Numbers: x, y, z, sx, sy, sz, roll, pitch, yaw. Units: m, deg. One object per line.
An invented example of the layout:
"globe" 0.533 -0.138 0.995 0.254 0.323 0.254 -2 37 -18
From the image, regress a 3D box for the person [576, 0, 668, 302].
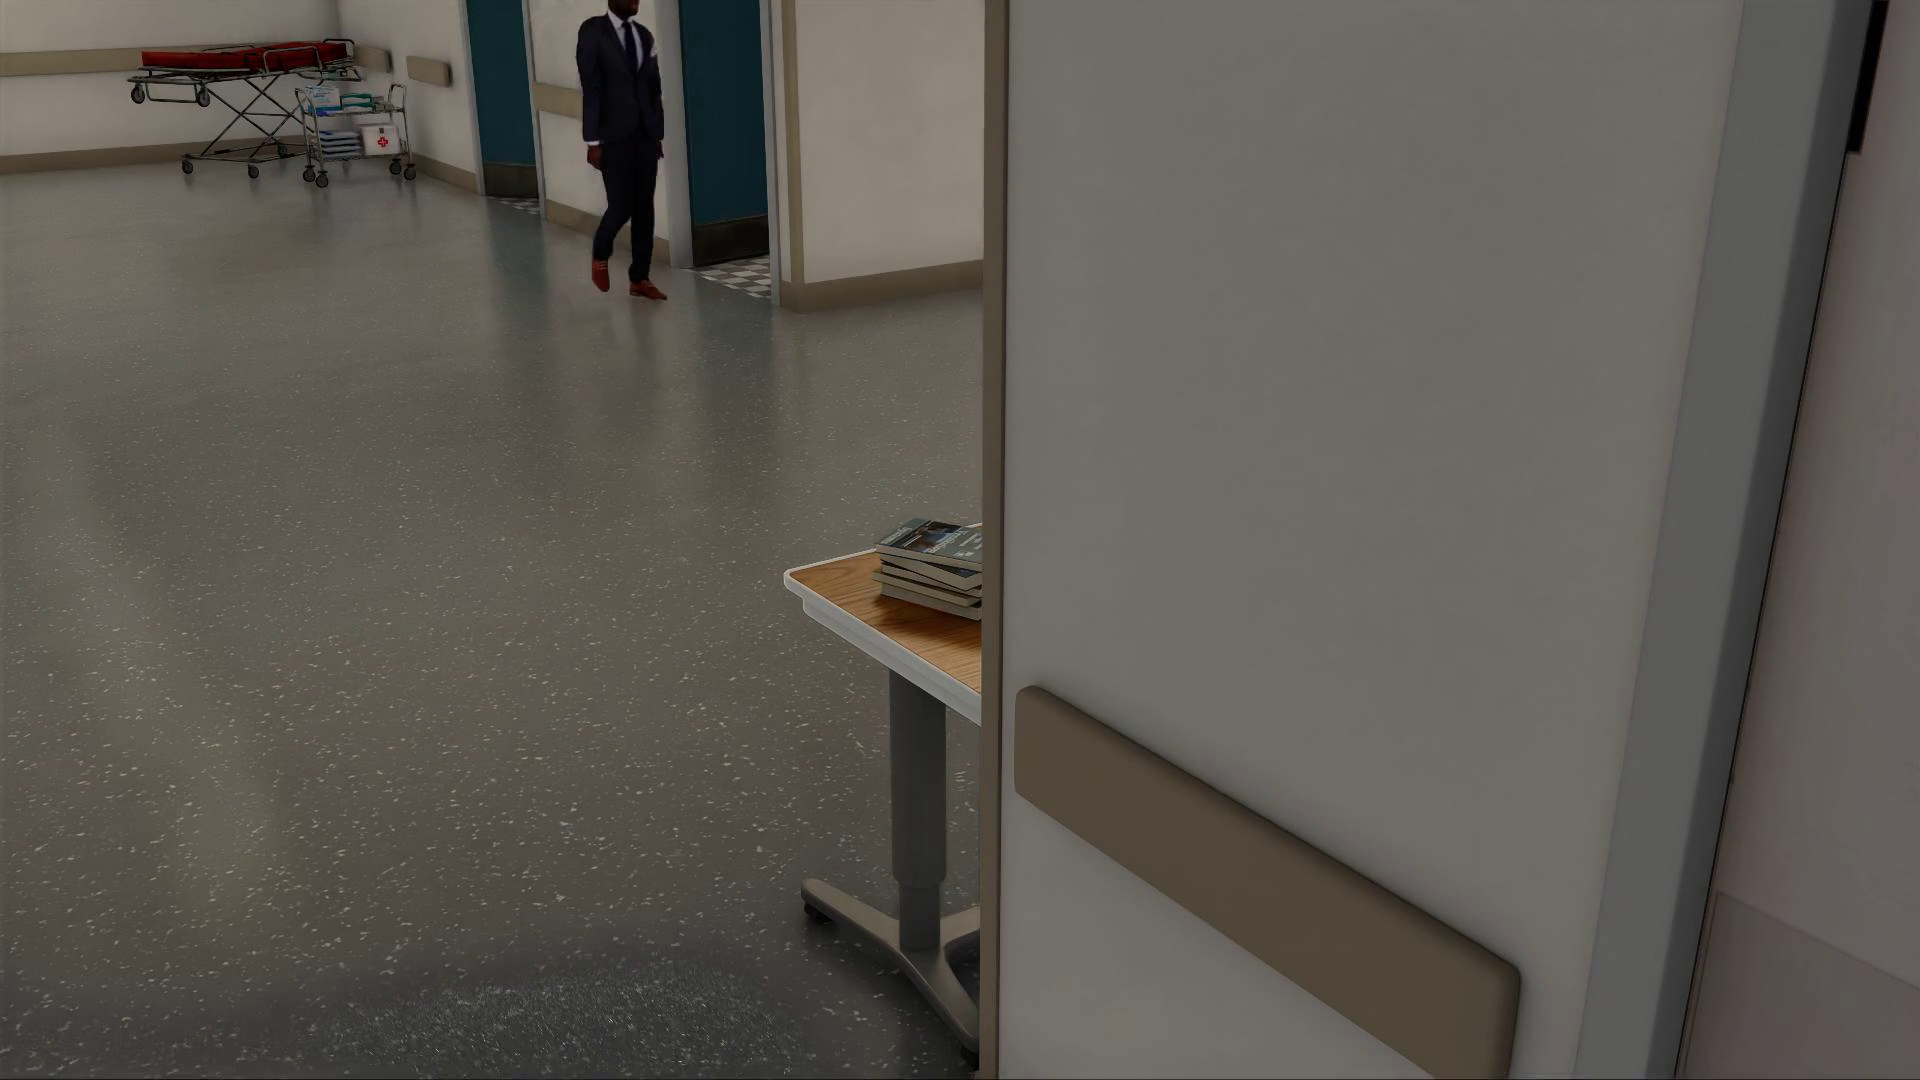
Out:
"person" -1.959 -2.276 9.453 0.828 1.810 0.786 18 27 39
